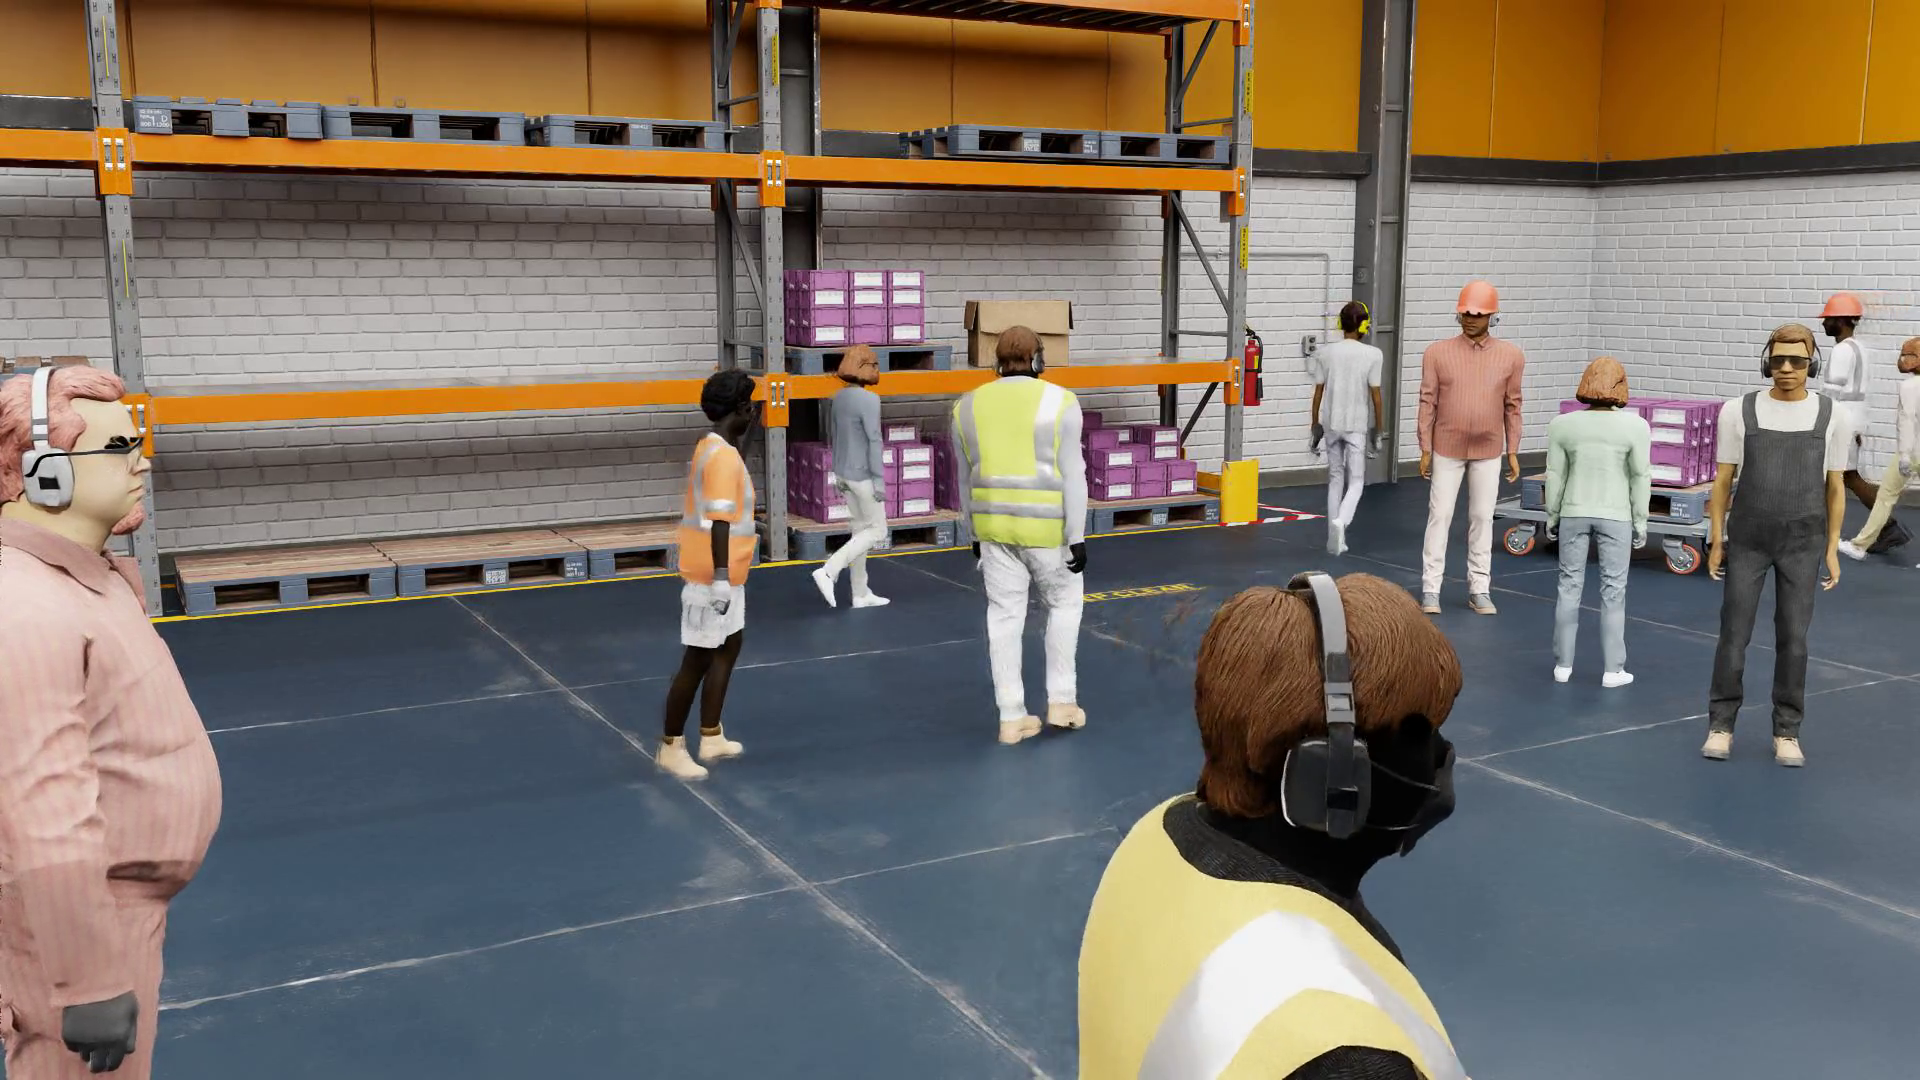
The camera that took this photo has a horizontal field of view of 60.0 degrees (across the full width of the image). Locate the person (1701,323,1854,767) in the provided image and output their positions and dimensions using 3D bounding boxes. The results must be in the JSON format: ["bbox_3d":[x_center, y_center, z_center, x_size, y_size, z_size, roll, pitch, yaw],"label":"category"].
[{"bbox_3d":[3.397,0.024,6.929,0.506,1.845,0.344,4,10,24],"label":"person"}]

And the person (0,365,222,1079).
[{"bbox_3d":[-1.484,0.656,2.881,0.402,1.911,0.638,-4,10,-25],"label":"person"}]

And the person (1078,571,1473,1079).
[{"bbox_3d":[0.290,0.910,1.681,0.940,1.801,0.635,-1,9,-7],"label":"person"}]

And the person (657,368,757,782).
[{"bbox_3d":[-1.041,0.142,6.770,0.449,1.664,0.557,-1,9,-9],"label":"person"}]

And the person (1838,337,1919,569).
[{"bbox_3d":[6.540,-0.597,11.481,0.521,1.582,0.851,-5,10,-27],"label":"person"}]

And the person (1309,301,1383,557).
[{"bbox_3d":[2.713,-0.768,11.802,0.539,1.848,0.678,5,11,27],"label":"person"}]

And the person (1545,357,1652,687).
[{"bbox_3d":[3.154,-0.088,8.249,0.498,1.634,0.280,6,11,33],"label":"person"}]

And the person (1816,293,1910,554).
[{"bbox_3d":[6.463,-0.850,12.125,0.982,1.898,0.547,6,11,31],"label":"person"}]

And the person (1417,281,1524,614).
[{"bbox_3d":[3.038,-0.540,9.925,0.611,1.989,0.392,1,9,7],"label":"person"}]

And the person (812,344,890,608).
[{"bbox_3d":[-0.648,-0.366,9.978,0.482,1.618,0.517,-5,11,-30],"label":"person"}]

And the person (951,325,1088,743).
[{"bbox_3d":[0.299,-0.032,7.355,0.640,1.815,0.616,4,10,24],"label":"person"}]
